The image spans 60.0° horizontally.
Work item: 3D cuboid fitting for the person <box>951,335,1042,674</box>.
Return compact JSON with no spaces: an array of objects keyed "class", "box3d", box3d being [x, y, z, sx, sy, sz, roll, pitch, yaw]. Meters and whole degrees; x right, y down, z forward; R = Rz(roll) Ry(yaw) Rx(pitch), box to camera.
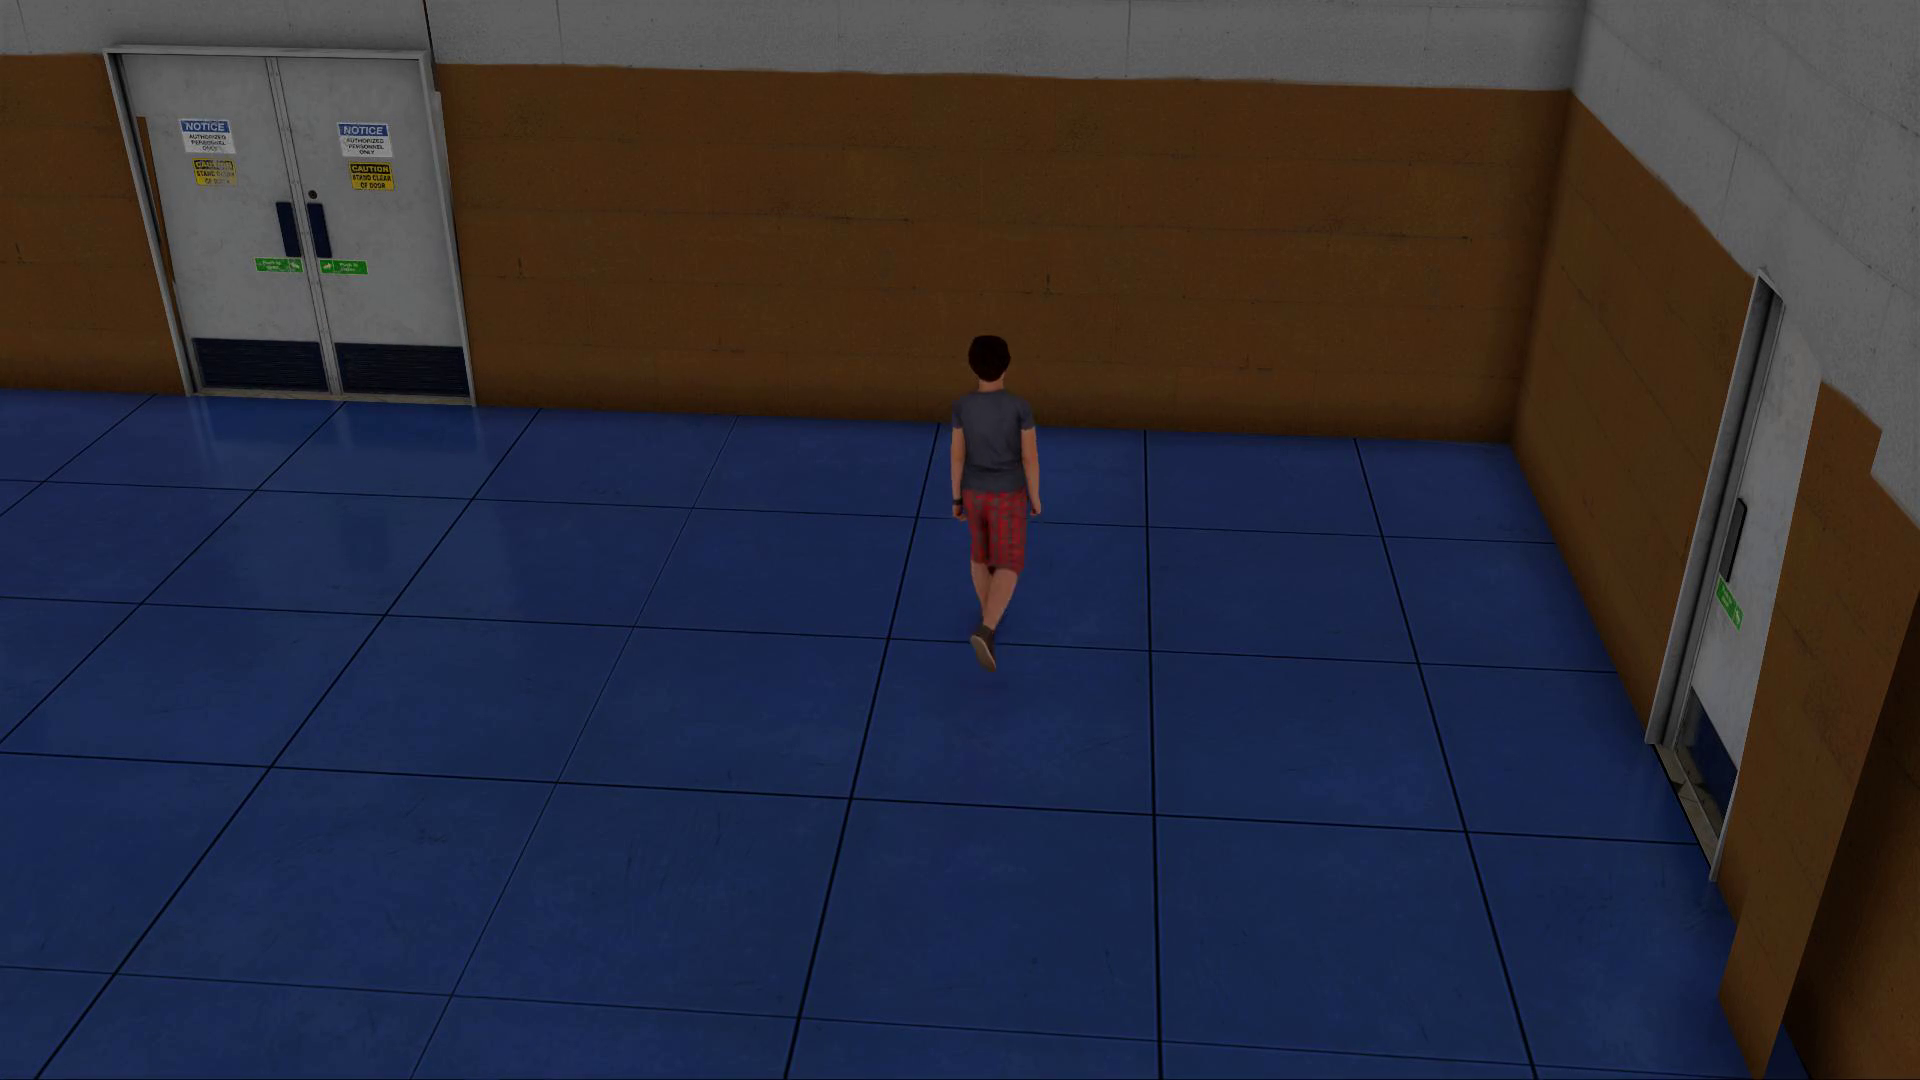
[{"class":"person","box3d":[0.150,-0.157,8.004,0.728,1.630,1.062,8,30,14]}]
